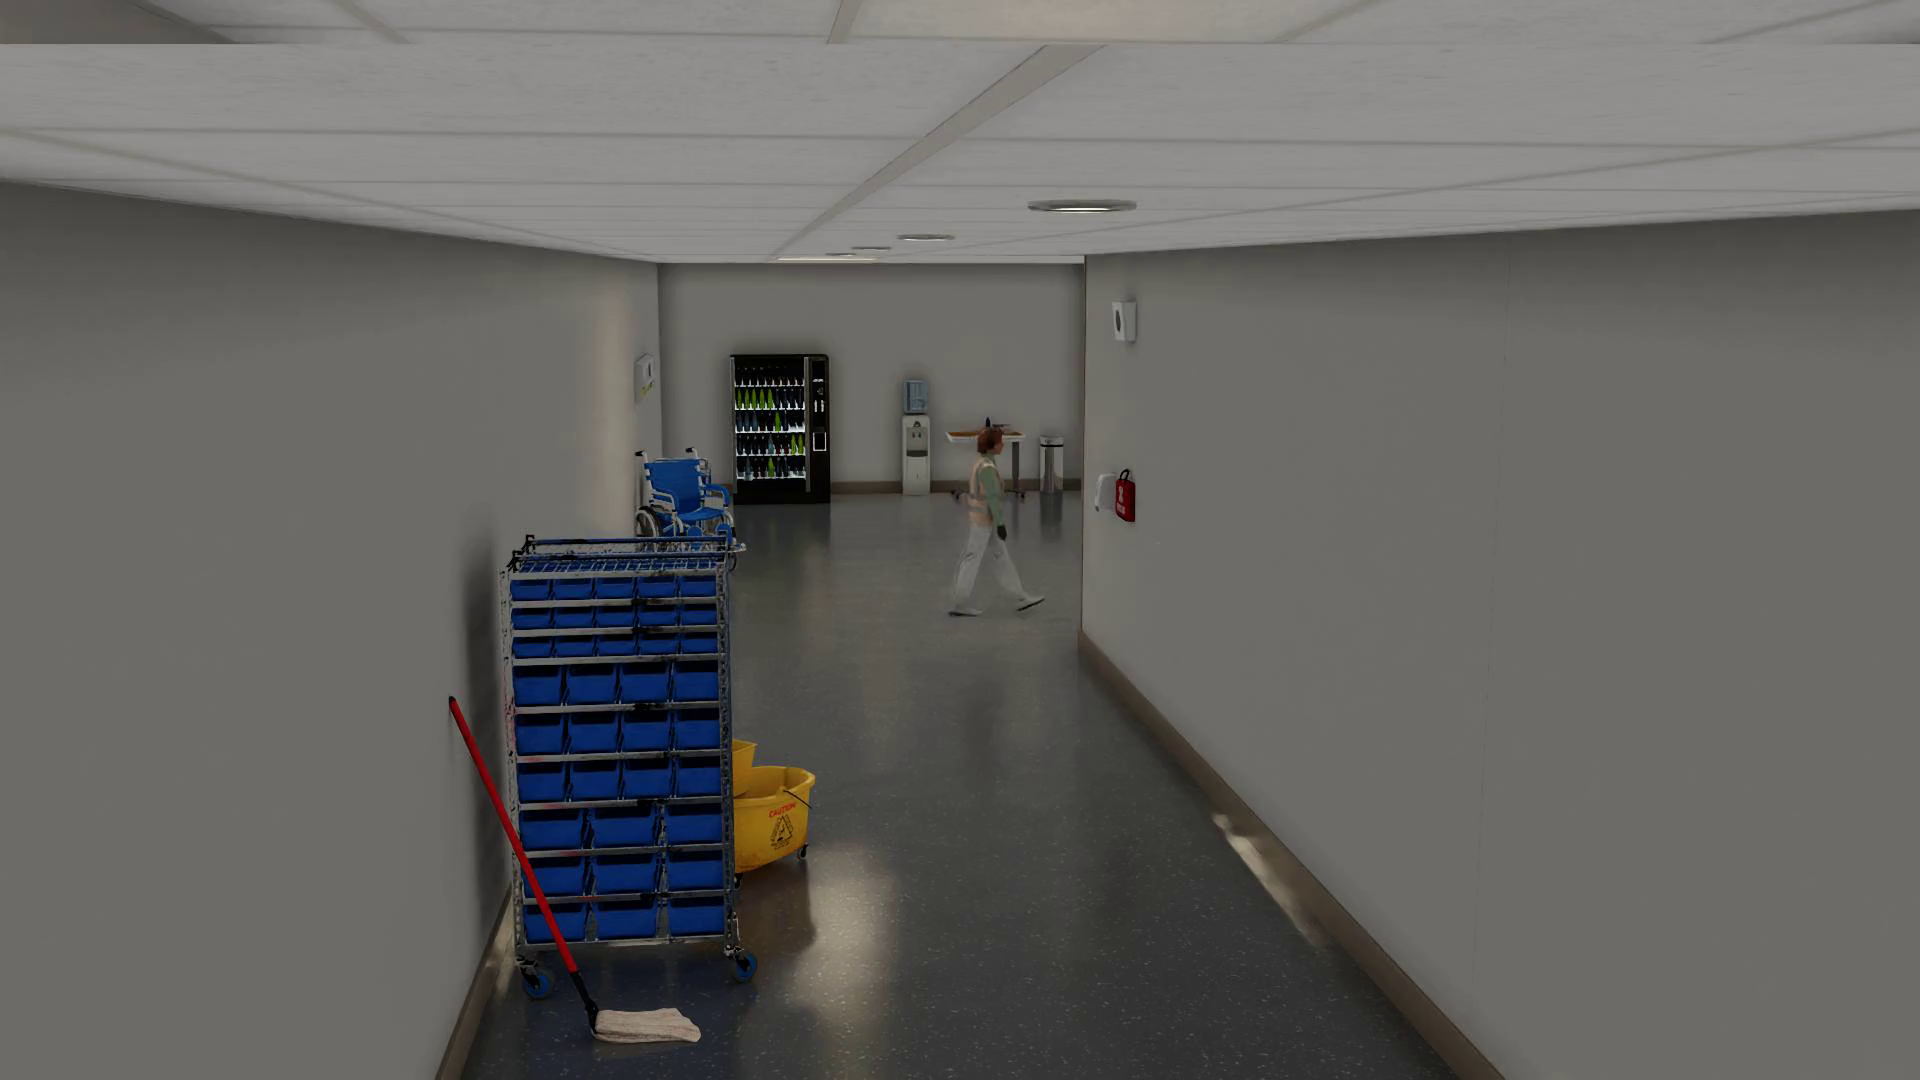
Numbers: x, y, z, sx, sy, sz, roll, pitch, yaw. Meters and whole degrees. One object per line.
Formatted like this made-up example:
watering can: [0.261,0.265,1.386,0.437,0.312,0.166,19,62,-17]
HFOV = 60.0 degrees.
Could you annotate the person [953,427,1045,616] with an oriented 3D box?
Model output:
person: [0.316,-0.145,13.975,0.830,1.593,0.546,0,9,0]
